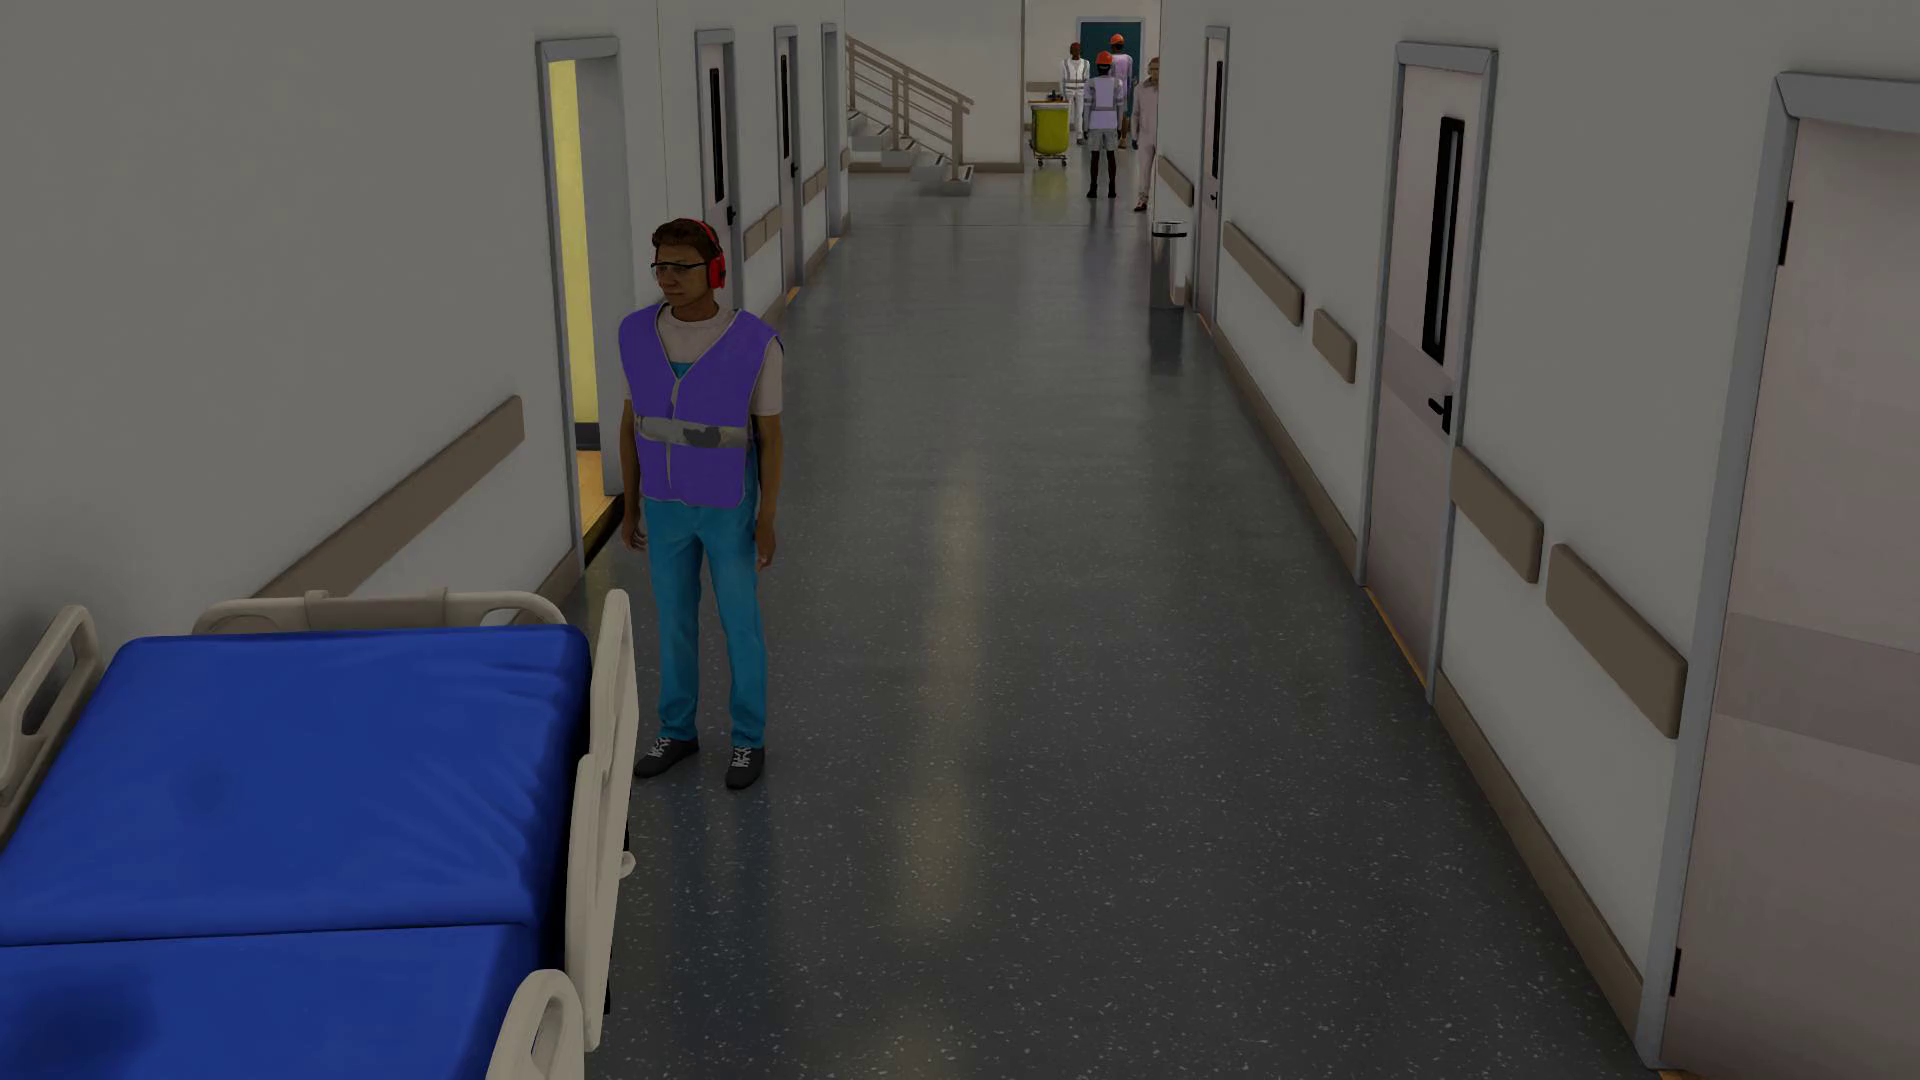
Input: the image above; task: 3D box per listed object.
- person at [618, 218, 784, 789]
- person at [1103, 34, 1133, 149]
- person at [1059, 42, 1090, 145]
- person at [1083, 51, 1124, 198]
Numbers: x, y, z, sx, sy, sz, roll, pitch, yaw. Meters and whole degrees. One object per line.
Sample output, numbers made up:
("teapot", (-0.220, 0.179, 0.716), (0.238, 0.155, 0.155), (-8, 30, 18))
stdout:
("person", (-0.825, -0.110, 5.357), (0.566, 1.847, 0.390), (5, 18, 16))
("person", (2.853, -8.195, 30.444), (0.605, 2.045, 0.378), (-9, 20, -27))
("person", (2.162, -8.417, 31.401), (0.574, 1.884, 0.356), (-2, 18, -8))
("person", (1.925, -5.598, 22.453), (0.544, 1.939, 0.354), (-1, 18, -3))
